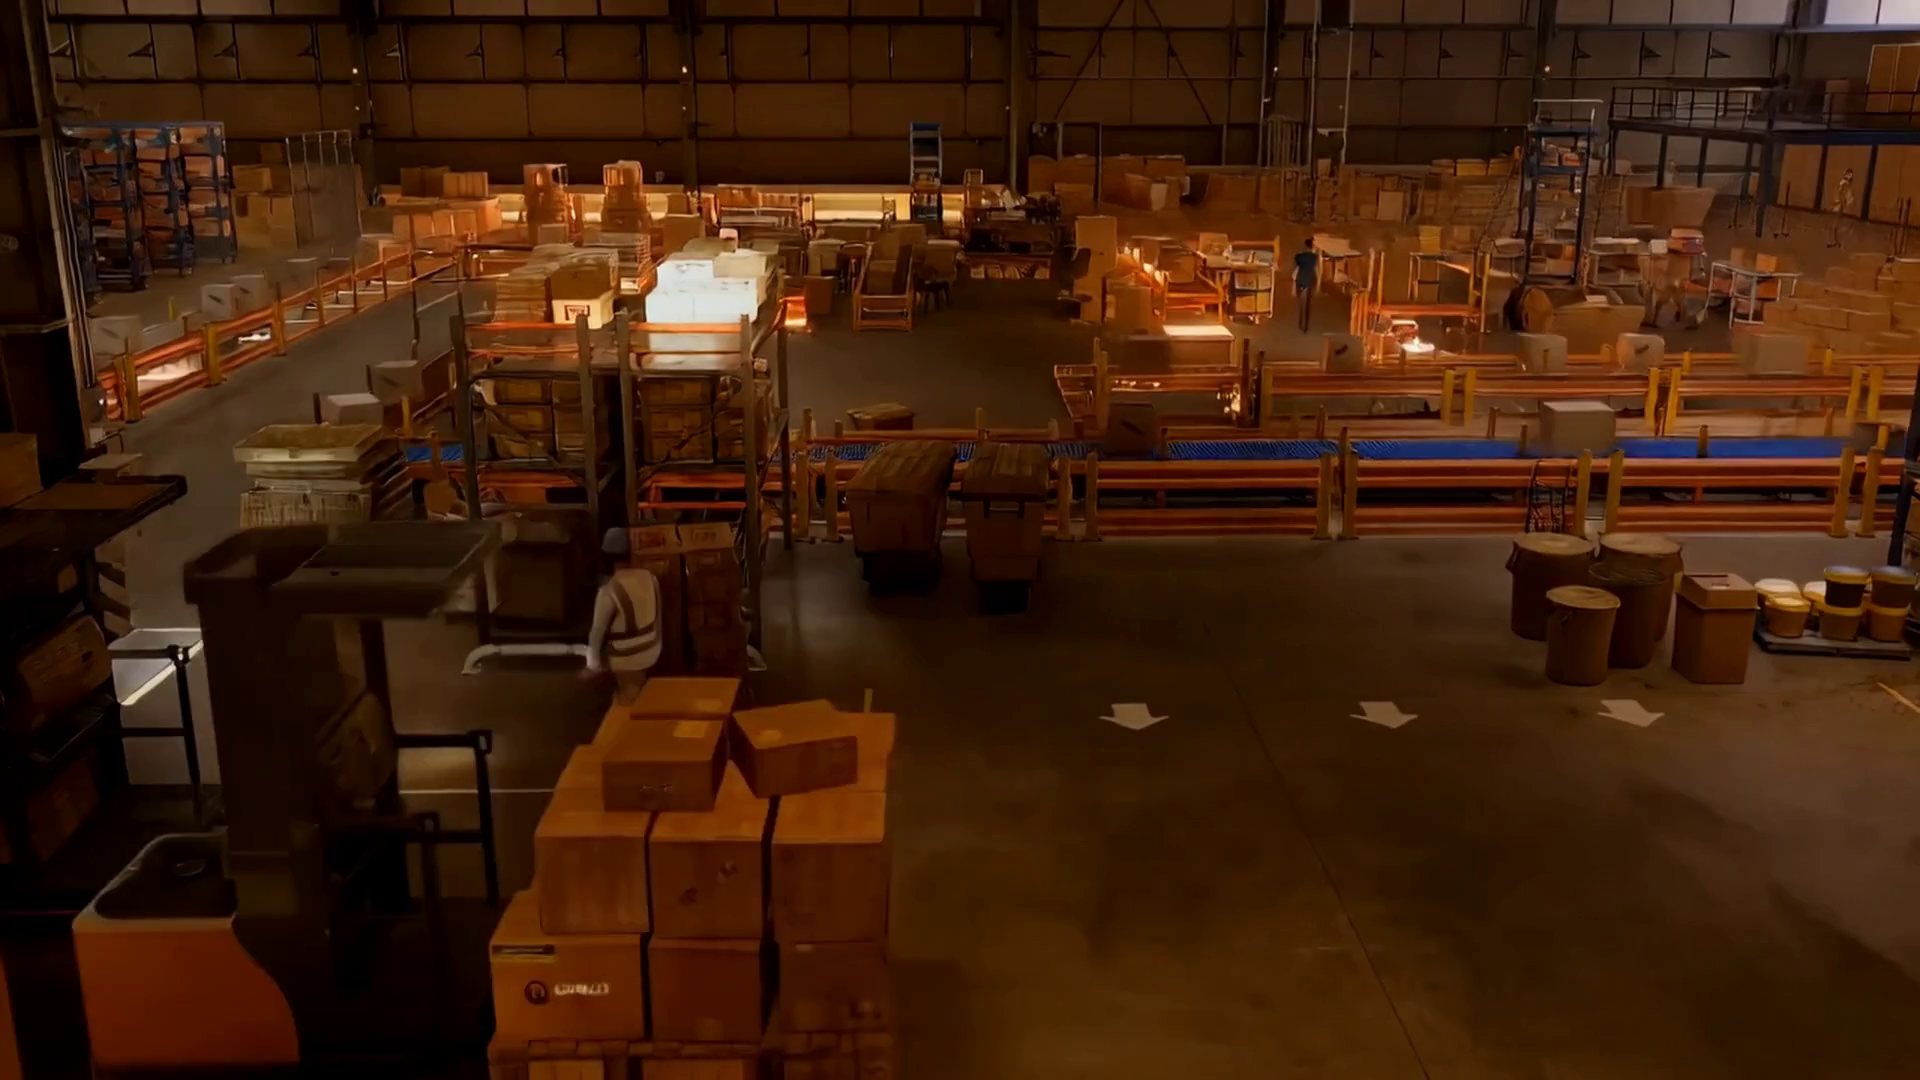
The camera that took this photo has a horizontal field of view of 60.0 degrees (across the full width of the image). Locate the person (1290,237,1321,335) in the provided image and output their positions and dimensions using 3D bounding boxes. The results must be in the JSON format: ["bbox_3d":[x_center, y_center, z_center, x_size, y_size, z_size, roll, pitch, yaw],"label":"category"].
[{"bbox_3d":[6.665,-4.903,31.984,0.559,1.825,0.944,4,17,15],"label":"person"}]

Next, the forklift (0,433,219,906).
[{"bbox_3d":[-5.952,0.780,10.366,1.873,2.768,1.129,0,16,-1],"label":"forklift"}]

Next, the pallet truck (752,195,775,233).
[{"bbox_3d":[-6.051,-9.967,50.660,0.680,1.201,1.601,0,16,-1],"label":"pallet truck"}]

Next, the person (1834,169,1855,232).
[{"bbox_3d":[27.153,-10.392,50.932,0.546,1.914,0.722,-5,17,-16],"label":"person"}]

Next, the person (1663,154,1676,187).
[{"bbox_3d":[25.312,-12.811,59.356,0.610,1.885,0.902,-8,18,-25],"label":"person"}]

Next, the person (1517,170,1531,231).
[{"bbox_3d":[17.372,-10.407,51.029,0.574,1.883,0.355,0,16,-1],"label":"person"}]

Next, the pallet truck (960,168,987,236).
[{"bbox_3d":[0.383,-10.230,50.206,0.823,1.965,1.885,-1,16,-3],"label":"pallet truck"}]

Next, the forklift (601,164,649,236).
[{"bbox_3d":[-9.948,-10.127,49.296,1.157,1.987,2.680,-1,16,-3],"label":"forklift"}]

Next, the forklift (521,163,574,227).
[{"bbox_3d":[-12.233,-10.122,49.298,1.157,1.987,2.680,0,16,-1],"label":"forklift"}]

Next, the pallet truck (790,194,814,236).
[{"bbox_3d":[-4.814,-9.883,50.259,0.704,1.261,1.522,-1,16,-3],"label":"pallet truck"}]

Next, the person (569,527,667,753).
[{"bbox_3d":[-2.424,0.837,11.935,1.010,1.878,0.593,6,17,20],"label":"person"}]

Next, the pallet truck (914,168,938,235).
[{"bbox_3d":[-0.989,-10.316,50.507,0.823,1.965,1.885,1,16,3],"label":"pallet truck"}]

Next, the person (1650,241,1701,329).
[{"bbox_3d":[13.964,-4.954,32.358,0.520,1.720,0.922,-15,22,-42],"label":"person"}]

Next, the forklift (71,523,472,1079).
[{"bbox_3d":[-3.369,1.363,8.339,1.873,2.768,1.129,0,16,-1],"label":"forklift"}]

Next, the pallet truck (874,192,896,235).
[{"bbox_3d":[-2.277,-9.986,50.594,0.653,1.274,1.630,0,16,-1],"label":"pallet truck"}]
